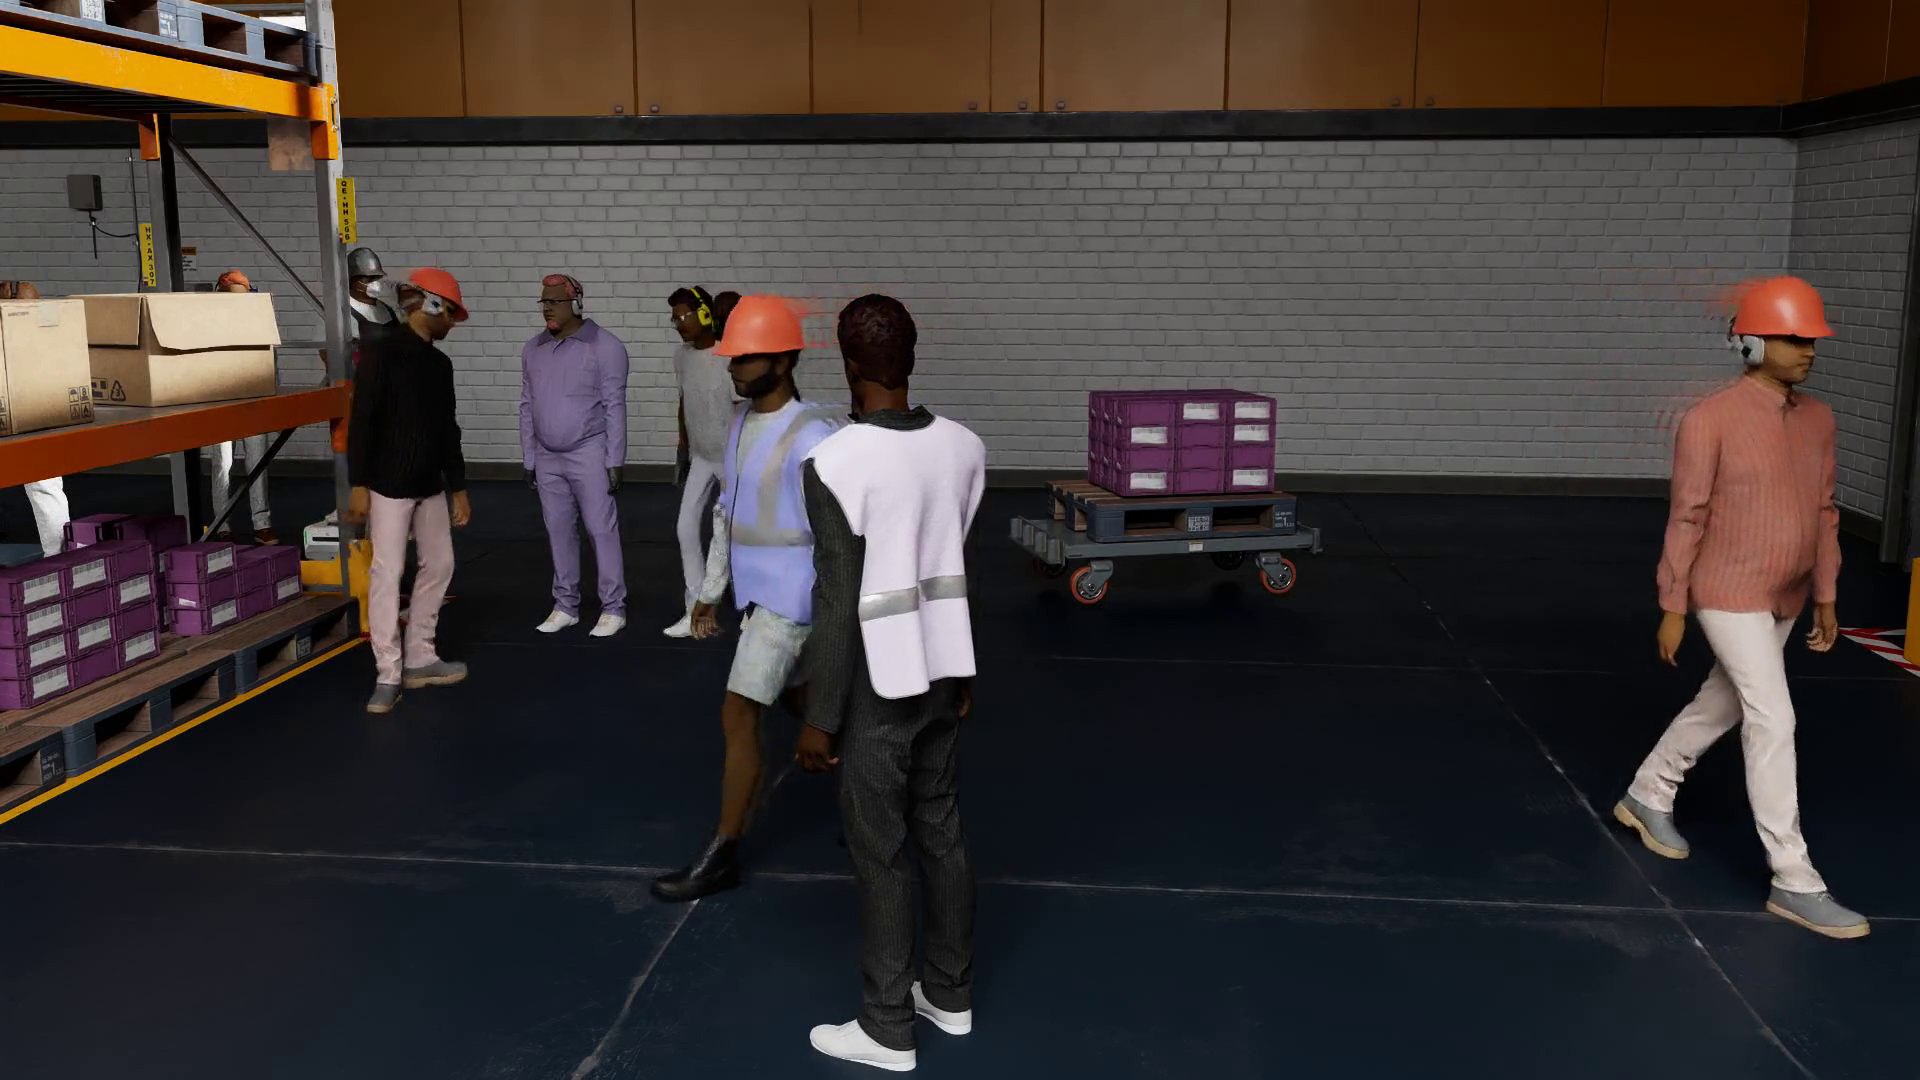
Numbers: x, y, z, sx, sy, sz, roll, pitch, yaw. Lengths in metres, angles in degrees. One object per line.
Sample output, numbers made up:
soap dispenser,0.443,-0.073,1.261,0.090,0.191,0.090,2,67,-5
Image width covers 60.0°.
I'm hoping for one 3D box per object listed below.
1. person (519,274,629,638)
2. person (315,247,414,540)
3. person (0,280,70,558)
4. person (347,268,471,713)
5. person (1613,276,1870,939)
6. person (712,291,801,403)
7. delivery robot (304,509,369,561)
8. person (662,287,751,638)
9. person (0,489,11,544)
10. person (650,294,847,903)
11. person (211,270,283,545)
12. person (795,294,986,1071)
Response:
person,-2.037,-0.434,8.718,0.647,1.901,0.402,4,11,22
person,-4.005,-0.974,11.390,0.538,2.000,0.684,4,11,20
person,-5.539,-0.619,9.927,0.429,1.841,0.634,-5,11,-25
person,-2.475,-0.227,7.417,0.386,1.946,0.736,4,11,19
person,2.468,0.152,5.220,0.626,1.950,1.004,-5,11,-27
person,-1.289,-0.568,9.783,0.701,1.797,0.854,-5,11,-28
delivery robot,-3.634,-0.034,9.991,0.477,0.478,0.707,1,10,5
person,-1.291,-0.392,8.658,0.707,1.820,0.831,6,12,30
person,-6.687,-0.807,11.122,0.599,1.807,0.805,-2,10,-13
person,-0.549,0.156,5.360,0.981,1.898,0.546,-6,11,-30
person,-4.891,-0.881,11.295,0.573,1.887,0.355,-9,13,-40
person,-0.153,0.358,4.123,0.370,1.913,0.597,8,13,38
